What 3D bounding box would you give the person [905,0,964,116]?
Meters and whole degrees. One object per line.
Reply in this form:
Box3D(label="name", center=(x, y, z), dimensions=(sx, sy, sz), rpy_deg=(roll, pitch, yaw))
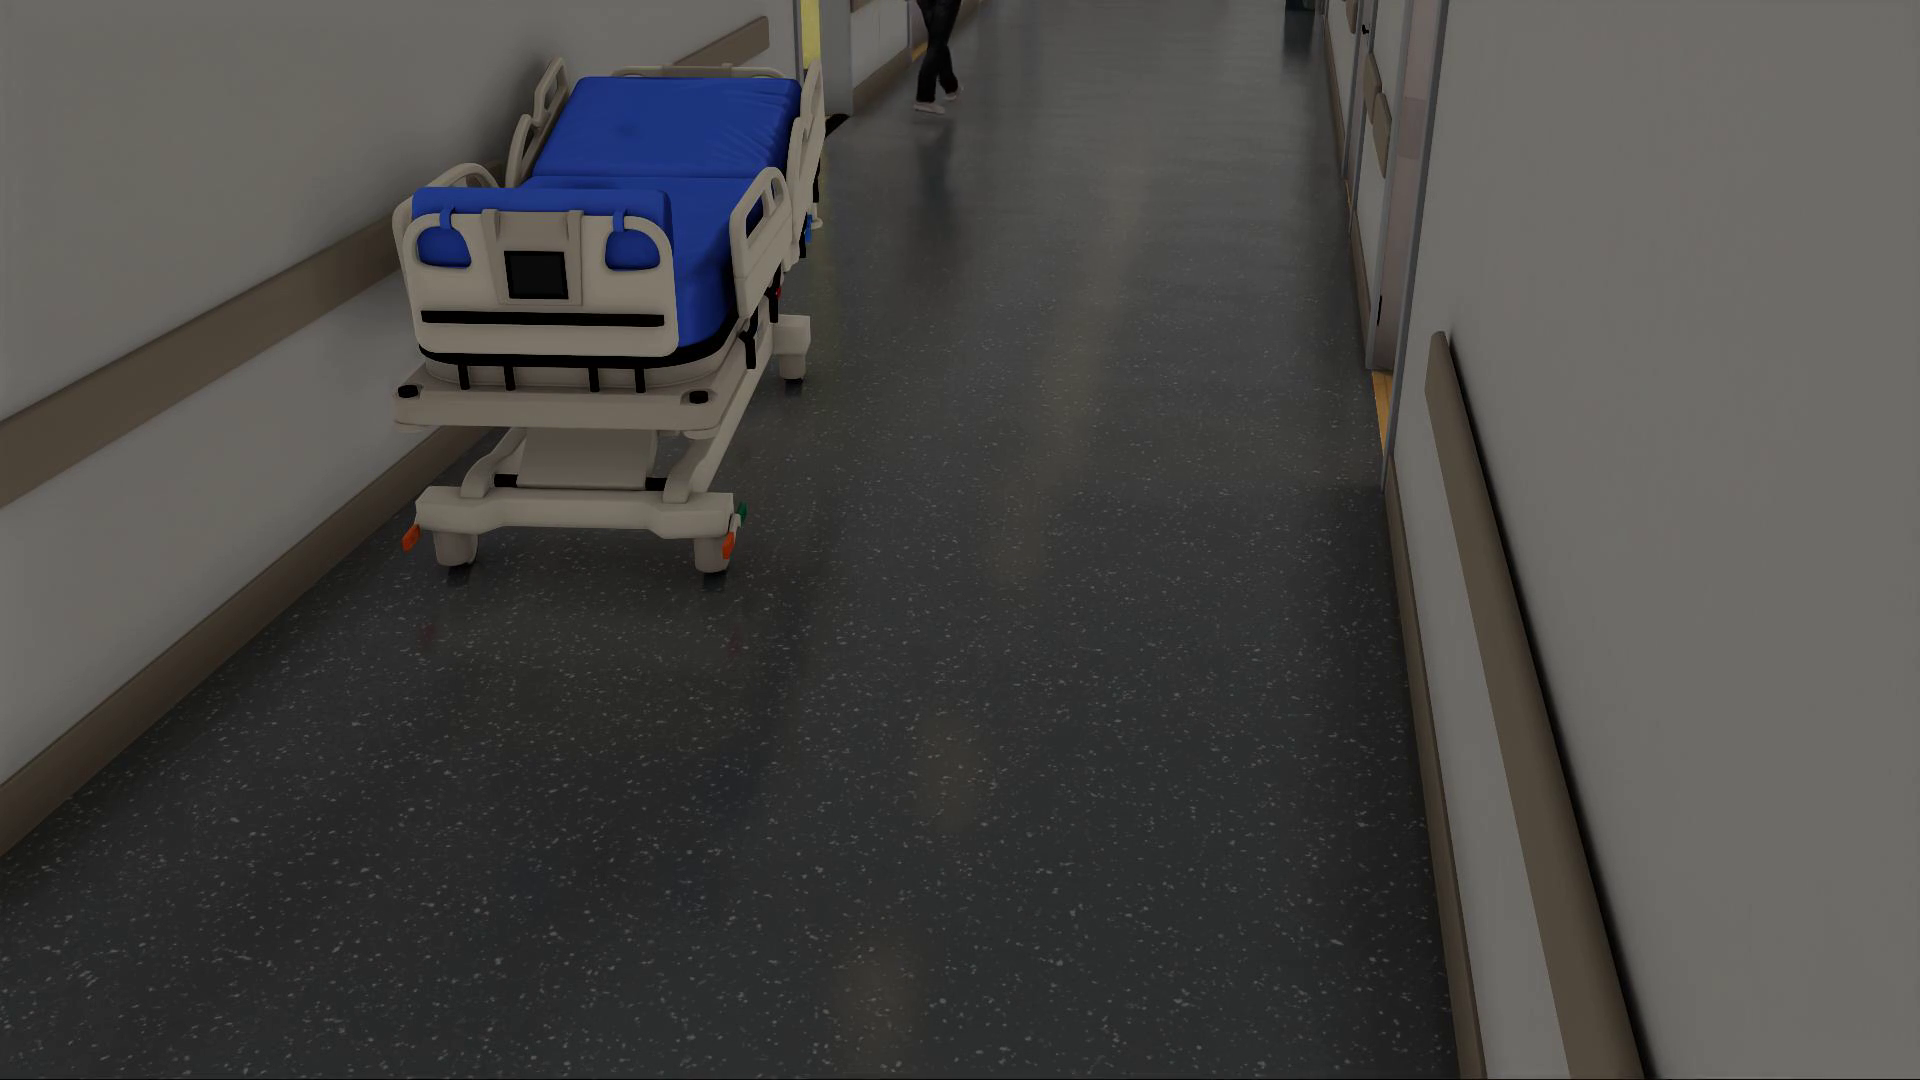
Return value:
Box3D(label="person", center=(-0.187, -3.888, 11.750), dimensions=(1.184, 1.750, 0.982), rpy_deg=(12, 28, 23))
